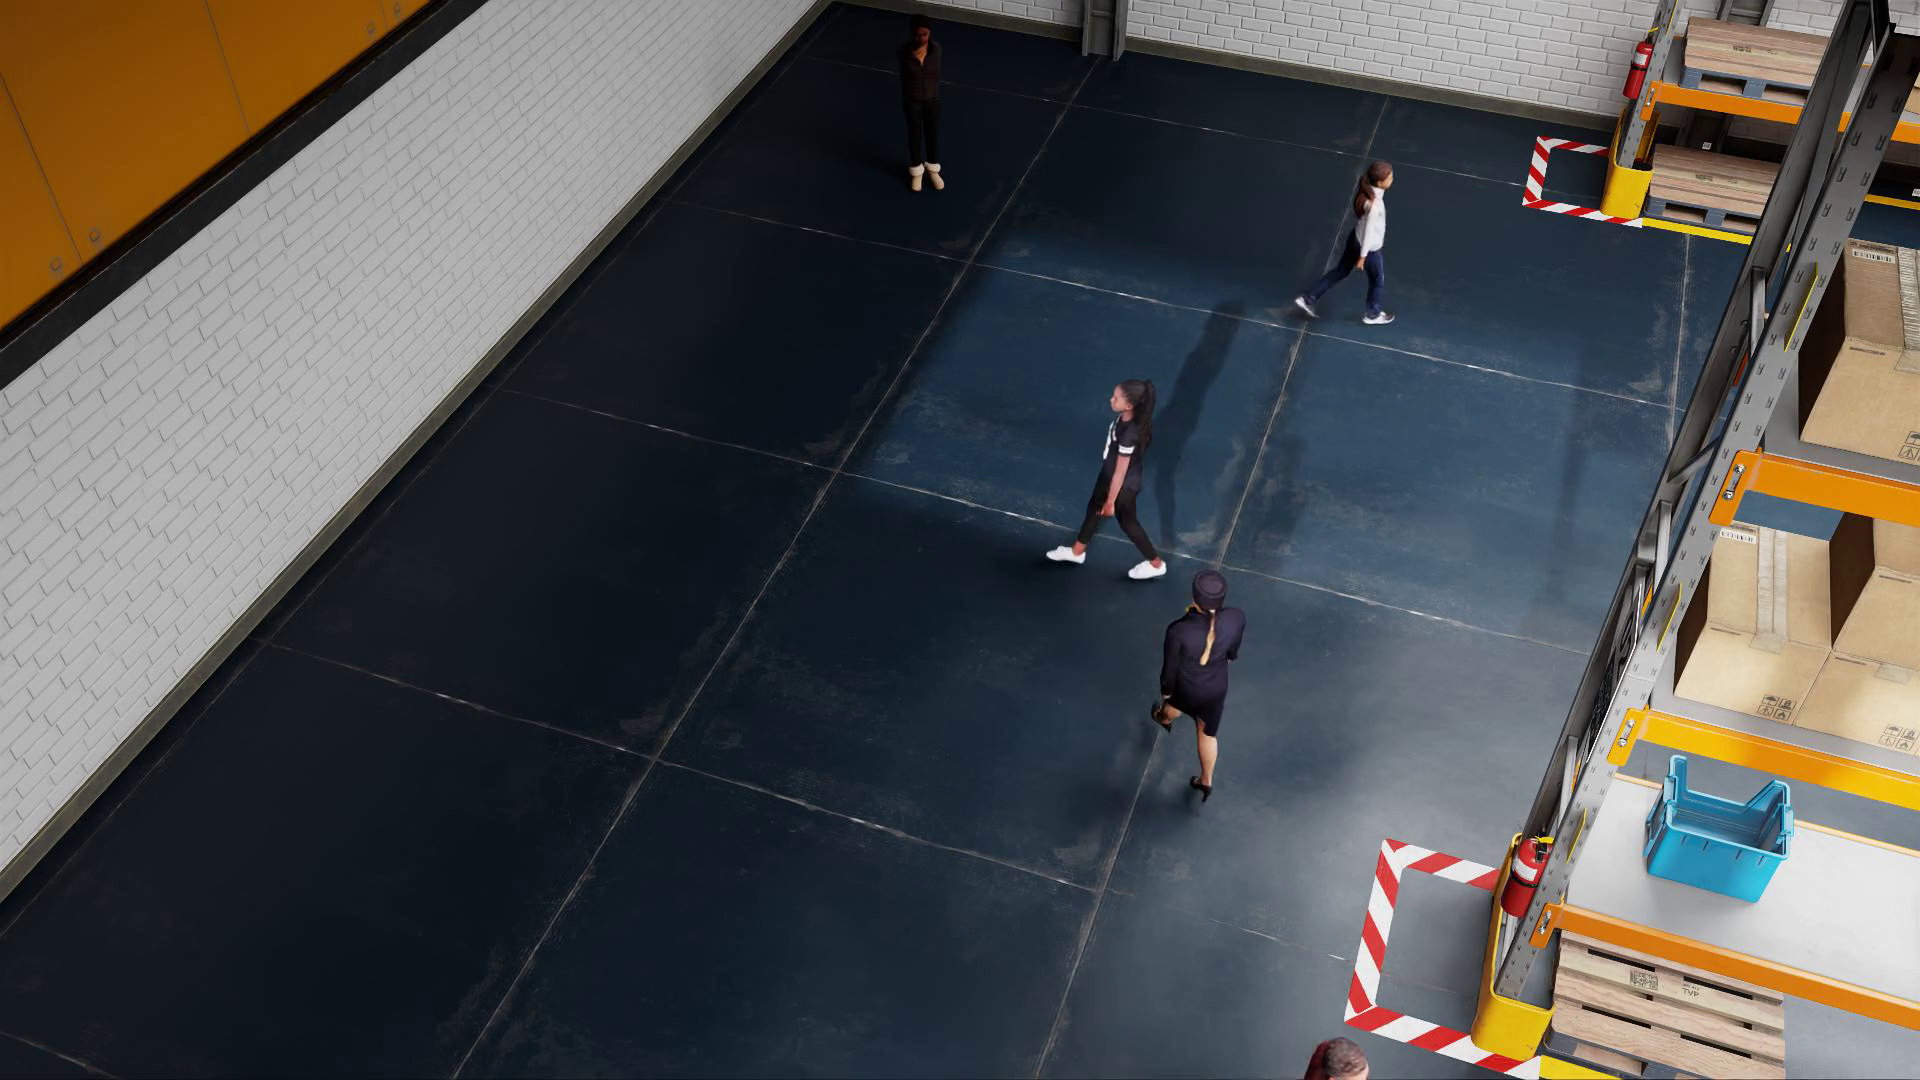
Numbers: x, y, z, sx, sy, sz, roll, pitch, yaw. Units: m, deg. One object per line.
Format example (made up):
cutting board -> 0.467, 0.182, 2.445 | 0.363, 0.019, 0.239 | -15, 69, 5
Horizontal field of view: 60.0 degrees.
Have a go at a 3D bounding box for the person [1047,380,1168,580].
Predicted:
person -> 1.176, -0.373, 11.378 | 1.158, 1.691, 0.838 | 3, 44, 3

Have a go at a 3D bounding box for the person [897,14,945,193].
person -> -0.355, -4.039, 15.244 | 0.692, 1.666, 0.755 | -22, 48, -22

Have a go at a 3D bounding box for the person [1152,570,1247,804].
person -> 1.463, 0.919, 10.070 | 1.146, 1.623, 1.142 | -11, 45, -11

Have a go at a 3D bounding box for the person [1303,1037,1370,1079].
person -> 1.578, 2.850, 7.934 | 1.304, 1.776, 0.926 | 26, 49, 25

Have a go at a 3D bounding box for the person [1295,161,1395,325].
person -> 3.227, -2.417, 13.643 | 1.129, 1.526, 0.809 | -3, 44, -3
